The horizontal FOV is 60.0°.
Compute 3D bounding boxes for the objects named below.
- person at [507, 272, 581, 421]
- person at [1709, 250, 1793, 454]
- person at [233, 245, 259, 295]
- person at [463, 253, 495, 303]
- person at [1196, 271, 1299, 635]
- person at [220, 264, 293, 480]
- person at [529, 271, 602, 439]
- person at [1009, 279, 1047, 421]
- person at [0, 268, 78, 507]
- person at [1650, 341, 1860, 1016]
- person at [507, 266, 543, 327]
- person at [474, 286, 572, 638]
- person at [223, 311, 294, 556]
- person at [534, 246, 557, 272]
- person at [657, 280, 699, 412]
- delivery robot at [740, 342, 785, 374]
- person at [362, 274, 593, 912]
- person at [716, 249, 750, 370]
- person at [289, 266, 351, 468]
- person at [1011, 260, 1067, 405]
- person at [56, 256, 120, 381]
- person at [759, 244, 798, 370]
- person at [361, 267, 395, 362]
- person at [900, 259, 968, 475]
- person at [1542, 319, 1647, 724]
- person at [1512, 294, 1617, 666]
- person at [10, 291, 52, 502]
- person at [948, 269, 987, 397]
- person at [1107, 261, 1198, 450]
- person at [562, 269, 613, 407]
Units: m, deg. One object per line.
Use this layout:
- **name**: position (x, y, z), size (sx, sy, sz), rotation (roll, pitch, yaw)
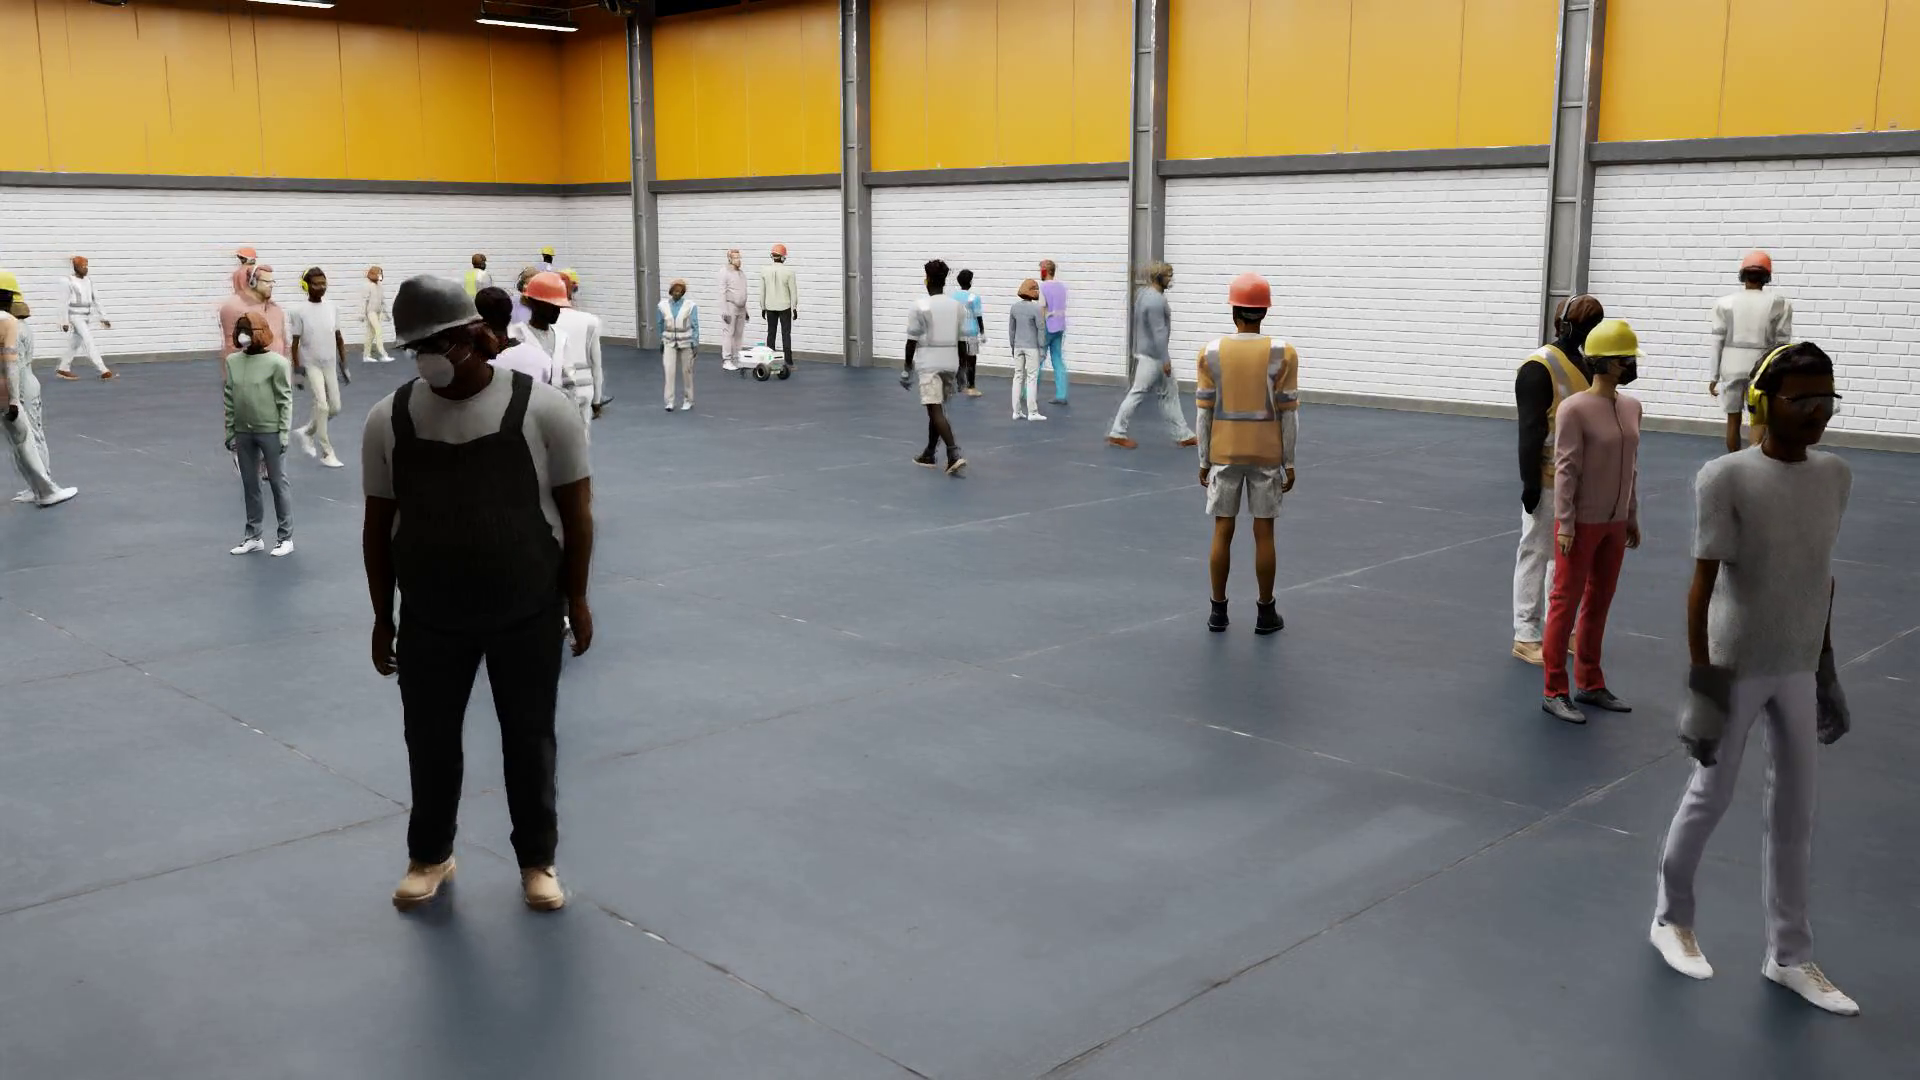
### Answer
- **person**: position (-2.559, -0.709, 10.396), size (0.855, 1.895, 0.568), rotation (6, 12, 31)
- **person**: position (6.572, -1.401, 13.872), size (0.614, 2.018, 0.804), rotation (5, 12, 26)
- **person**: position (-10.560, -3.386, 24.767), size (0.643, 1.980, 0.430), rotation (8, 13, 38)
- **person**: position (-7.630, -3.646, 26.571), size (0.633, 1.843, 0.429), rotation (9, 13, 39)
- **person**: position (1.533, -0.457, 8.905), size (0.545, 1.942, 0.347), rotation (3, 11, 17)
- **person**: position (-6.029, -1.434, 14.382), size (0.425, 1.884, 0.661), rotation (5, 11, 23)
- **person**: position (-2.888, -1.044, 12.303), size (0.584, 1.868, 0.508), rotation (-7, 13, -35)
- **person**: position (0.787, -2.199, 19.247), size (0.504, 1.631, 0.279), rotation (10, 14, 42)
- **person**: position (-7.332, -1.129, 12.747), size (0.617, 1.863, 0.962), rotation (3, 11, 17)
- **person**: position (2.293, 0.369, 4.682), size (0.578, 1.868, 0.495), rotation (-3, 11, -14)
- **person**: position (-3.527, -1.307, 13.735), size (0.675, 1.896, 0.732), rotation (-1, 10, -4)
- **person**: position (-2.383, -0.406, 8.832), size (0.611, 1.876, 1.004), rotation (-10, 14, -42)
- **person**: position (-4.684, -0.707, 11.104), size (0.498, 1.636, 0.286), rotation (3, 11, 13)
- **person**: position (-8.021, -4.750, 32.388), size (0.585, 1.919, 0.391), rotation (6, 12, 31)
- **person**: position (-3.407, -2.335, 20.079), size (0.538, 1.595, 0.844), rotation (1, 10, 4)
- **delivery robot**: position (-2.924, -2.684, 24.577), size (0.707, 0.478, 0.477), rotation (9, 14, 40)
- **person**: position (-1.516, 0.170, 5.217), size (0.715, 2.000, 0.535), rotation (-1, 10, -6)
- **person**: position (-3.580, -3.662, 26.504), size (0.401, 1.904, 0.685), rotation (6, 12, 30)
- **person**: position (-5.968, -1.607, 15.427), size (0.661, 1.852, 0.525), rotation (7, 13, 35)
- **person**: position (1.059, -2.625, 21.068), size (0.790, 1.808, 0.591), rotation (9, 14, 40)
- **person**: position (-12.899, -3.245, 24.421), size (1.019, 1.837, 0.603), rotation (1, 10, 8)
- **person**: position (-2.855, -3.674, 26.301), size (0.619, 1.992, 0.396), rotation (3, 11, 15)
- **person**: position (-9.758, -3.773, 27.914), size (0.776, 1.595, 0.527), rotation (2, 11, 13)
- **person**: position (-0.178, -1.559, 14.975), size (0.597, 1.931, 0.982), rotation (-7, 13, -35)
- **person**: position (2.818, -0.083, 7.349), size (0.523, 1.769, 0.310), rotation (-7, 12, -32)
- **person**: position (3.041, -0.302, 8.335), size (0.624, 1.844, 0.430), rotation (-7, 12, -32)
- **person**: position (-7.567, -1.177, 13.372), size (0.323, 1.742, 0.492), rotation (-4, 11, -20)
- **person**: position (0.096, -2.713, 21.885), size (0.551, 1.694, 0.401), rotation (8, 13, 38)
- **person**: position (1.951, -1.813, 16.474), size (1.040, 1.885, 0.653), rotation (2, 11, 9)
- **person**: position (-4.678, -2.404, 20.116), size (0.907, 1.714, 0.552), rotation (-3, 11, -17)
